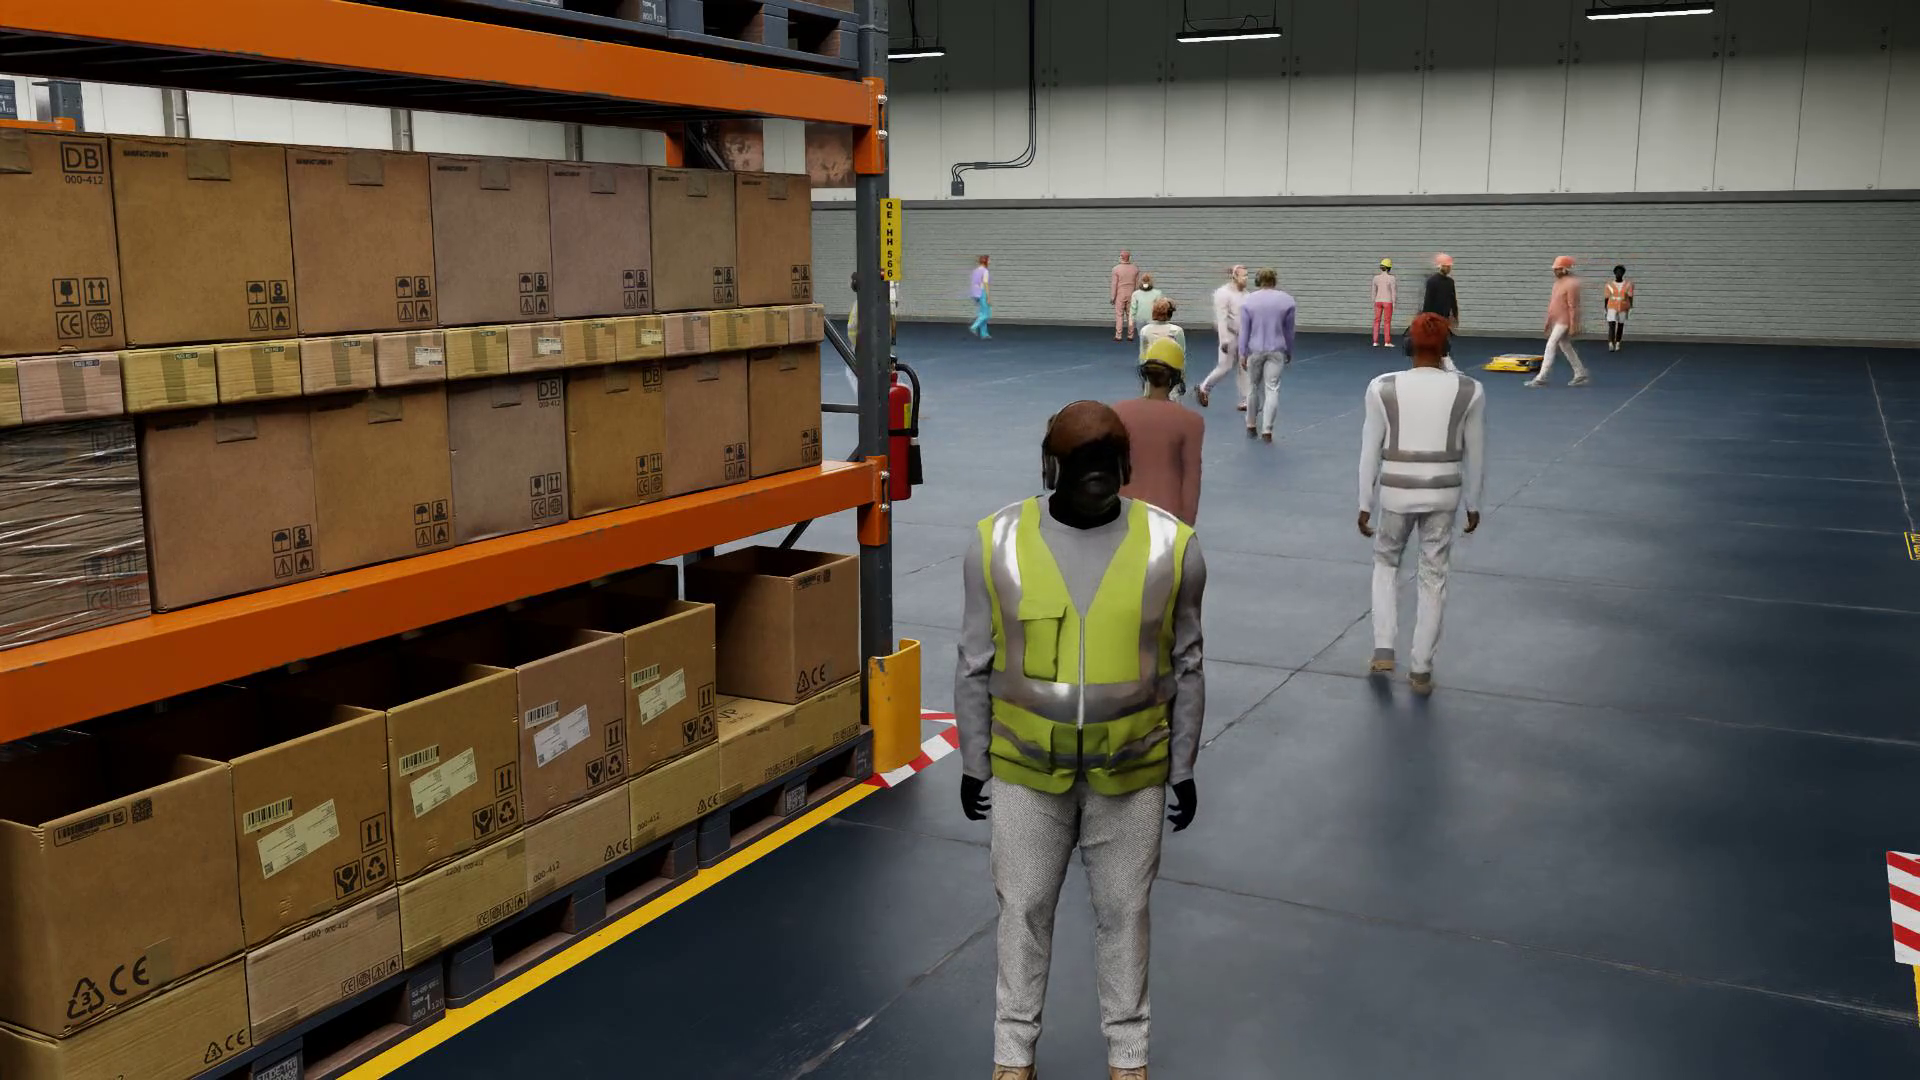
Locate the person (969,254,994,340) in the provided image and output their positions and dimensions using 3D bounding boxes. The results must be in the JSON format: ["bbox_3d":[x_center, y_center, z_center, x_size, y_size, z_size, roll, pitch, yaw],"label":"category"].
[{"bbox_3d":[0.479,-5.199,35.644,0.534,1.830,0.597,-4,11,-19],"label":"person"}]

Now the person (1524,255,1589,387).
[{"bbox_3d":[8.933,-3.233,24.641,1.008,1.950,0.635,-1,10,-3],"label":"person"}]

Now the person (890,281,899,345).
[{"bbox_3d":[-1.507,-4.921,33.853,0.543,1.942,0.350,-5,11,-24],"label":"person"}]

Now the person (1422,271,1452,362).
[{"bbox_3d":[8.350,-3.894,29.115,0.524,1.623,0.618,3,11,17],"label":"person"}]

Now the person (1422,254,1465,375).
[{"bbox_3d":[7.707,-3.603,26.672,0.635,1.944,1.019,-8,13,-37],"label":"person"}]

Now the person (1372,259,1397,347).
[{"bbox_3d":[8.516,-4.747,33.379,0.523,1.769,0.314,9,14,41],"label":"person"}]

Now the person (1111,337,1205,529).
[{"bbox_3d":[0.964,-0.162,8.460,0.526,1.736,0.831,4,11,20],"label":"person"}]

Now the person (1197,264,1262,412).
[{"bbox_3d":[3.474,-2.591,21.318,0.645,1.879,0.819,-8,13,-38],"label":"person"}]

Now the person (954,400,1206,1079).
[{"bbox_3d":[0.298,0.568,4.190,0.633,1.843,0.429,1,10,4],"label":"person"}]

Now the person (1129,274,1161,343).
[{"bbox_3d":[3.070,-3.608,27.634,0.525,1.583,0.844,3,11,17],"label":"person"}]

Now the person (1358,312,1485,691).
[{"bbox_3d":[2.287,-0.195,8.273,0.597,1.866,0.530,3,11,13],"label":"person"}]

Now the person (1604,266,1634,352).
[{"bbox_3d":[12.738,-4.476,32.200,0.530,1.652,0.870,3,11,15],"label":"person"}]

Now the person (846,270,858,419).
[{"bbox_3d":[-1.199,-2.369,20.252,0.507,1.823,0.662,0,10,-2],"label":"person"}]

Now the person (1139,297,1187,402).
[{"bbox_3d":[1.976,-1.539,16.230,0.514,1.641,0.308,8,13,37],"label":"person"}]

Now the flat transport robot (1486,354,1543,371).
[{"bbox_3d":[9.316,-2.966,27.745,0.652,0.197,1.431,7,12,33],"label":"flat transport robot"}]

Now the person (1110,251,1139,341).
[{"bbox_3d":[3.486,-5.186,35.376,0.651,1.913,0.410,-4,11,-22],"label":"person"}]

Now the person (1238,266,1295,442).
[{"bbox_3d":[3.364,-2.053,18.343,0.629,1.886,0.990,1,10,7],"label":"person"}]
